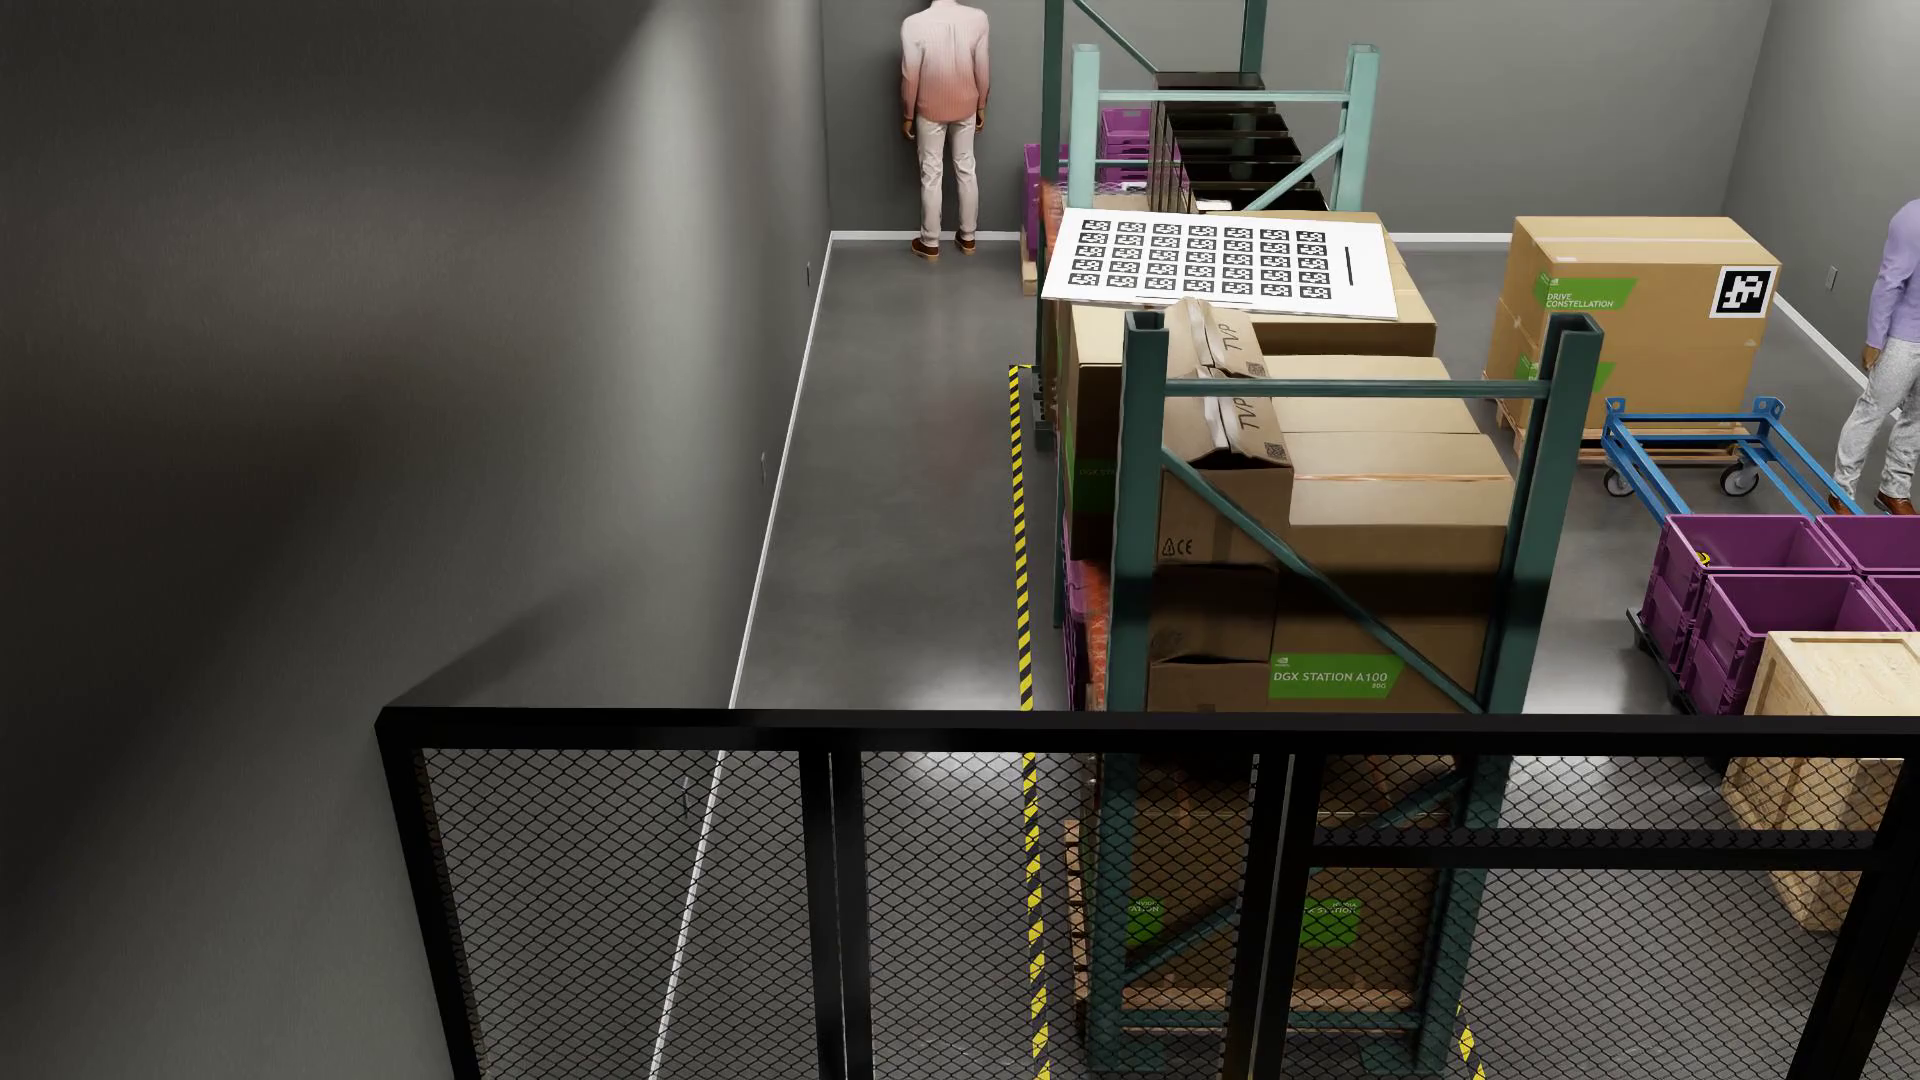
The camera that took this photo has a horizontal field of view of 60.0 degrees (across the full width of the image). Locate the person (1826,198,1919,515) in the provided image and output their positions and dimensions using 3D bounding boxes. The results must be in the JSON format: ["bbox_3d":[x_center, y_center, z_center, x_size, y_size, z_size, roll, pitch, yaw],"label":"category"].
[{"bbox_3d":[4.536,-0.944,7.783,0.627,1.940,0.372,-1,31,-1],"label":"person"}]

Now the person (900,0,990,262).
[{"bbox_3d":[-0.103,-2.812,10.833,0.612,1.995,0.382,-13,33,-20],"label":"person"}]
